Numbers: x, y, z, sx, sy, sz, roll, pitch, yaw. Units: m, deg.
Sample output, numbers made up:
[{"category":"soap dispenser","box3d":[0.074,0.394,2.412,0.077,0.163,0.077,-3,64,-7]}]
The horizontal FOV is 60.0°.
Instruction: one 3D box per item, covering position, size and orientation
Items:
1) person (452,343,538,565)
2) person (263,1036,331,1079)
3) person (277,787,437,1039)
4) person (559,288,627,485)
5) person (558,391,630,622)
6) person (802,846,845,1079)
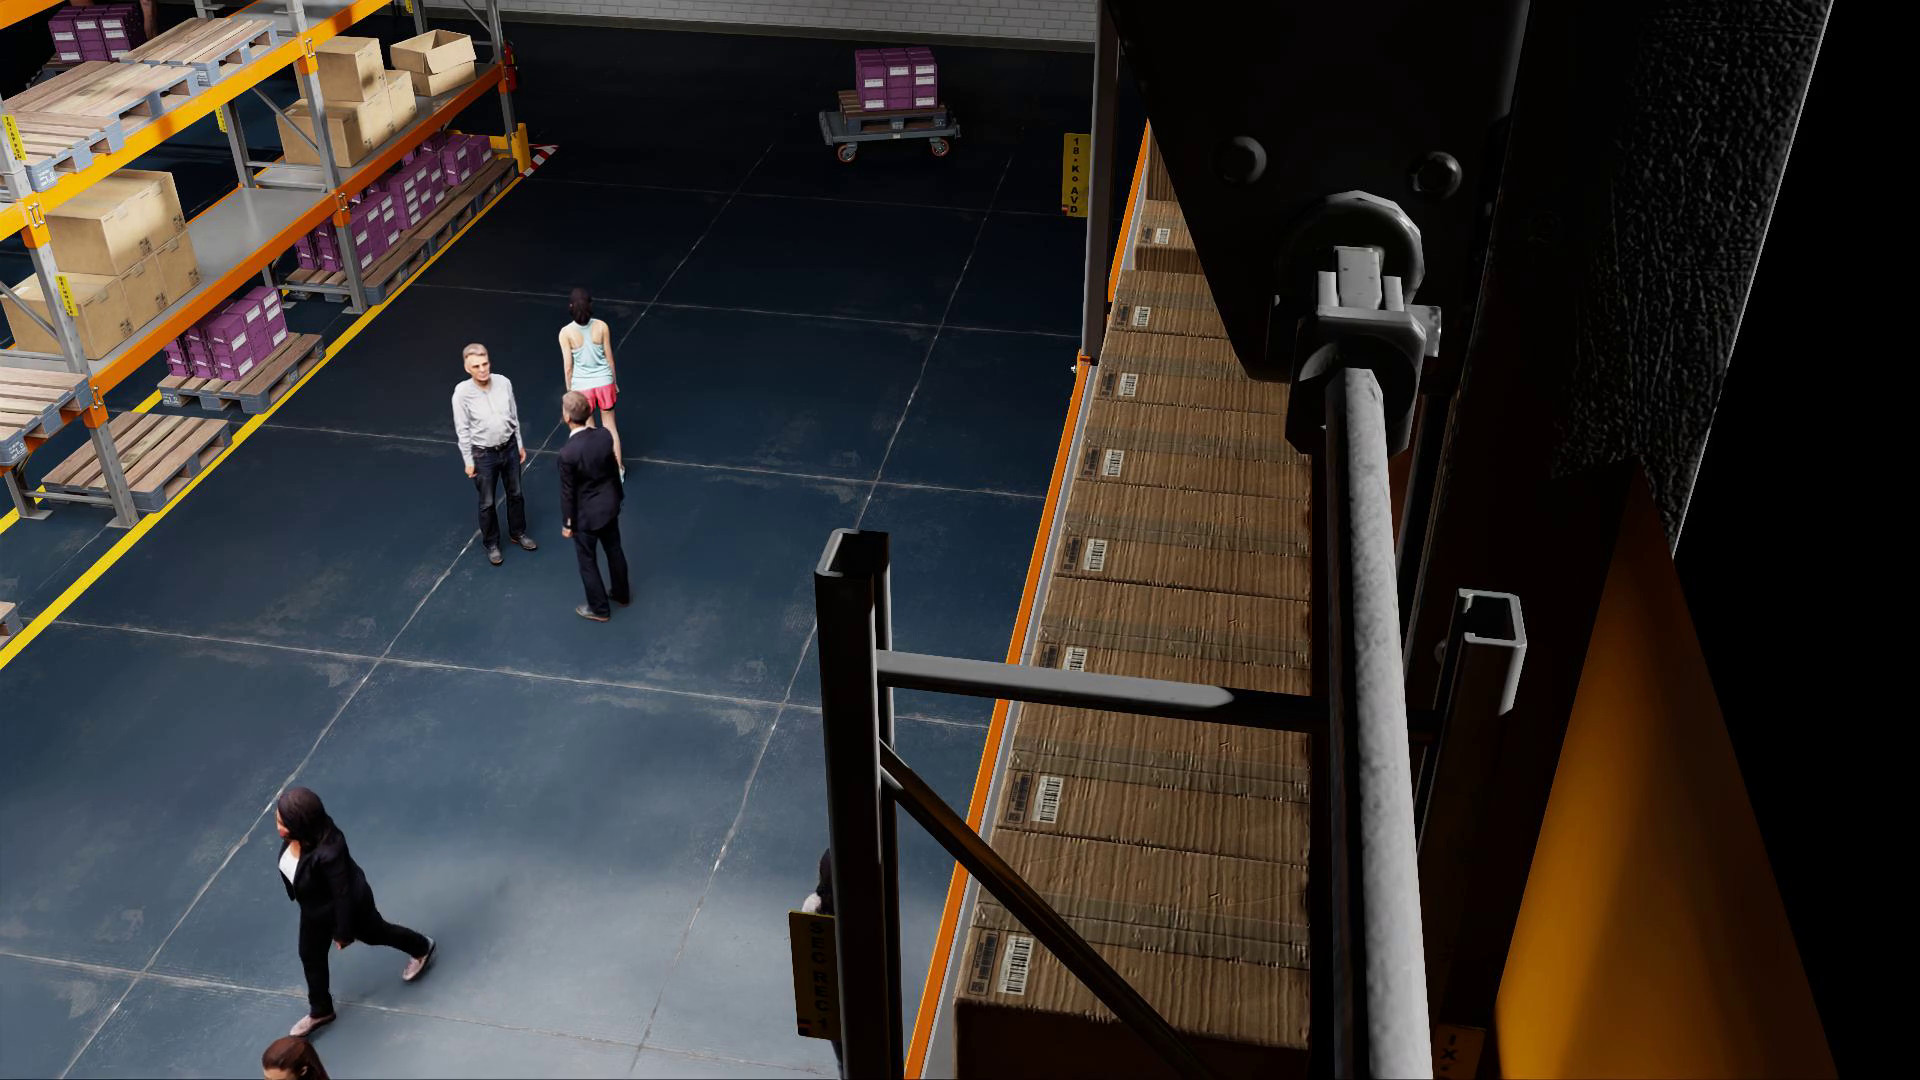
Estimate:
[{"category":"person","box3d":[-3.562,-0.691,12.704,0.721,1.819,0.796,-24,40,-31]},{"category":"person","box3d":[-2.935,2.822,7.658,0.617,1.553,0.674,15,36,21]},{"category":"person","box3d":[-3.296,1.921,8.994,0.996,1.575,1.223,23,40,31]},{"category":"person","box3d":[-3.004,-1.241,13.581,0.690,1.764,0.721,-14,36,-20]},{"category":"person","box3d":[-2.669,-0.238,12.028,0.854,1.812,0.707,20,38,27]},{"category":"person","box3d":[-0.558,2.245,8.484,0.681,1.599,0.678,2,34,3]}]
